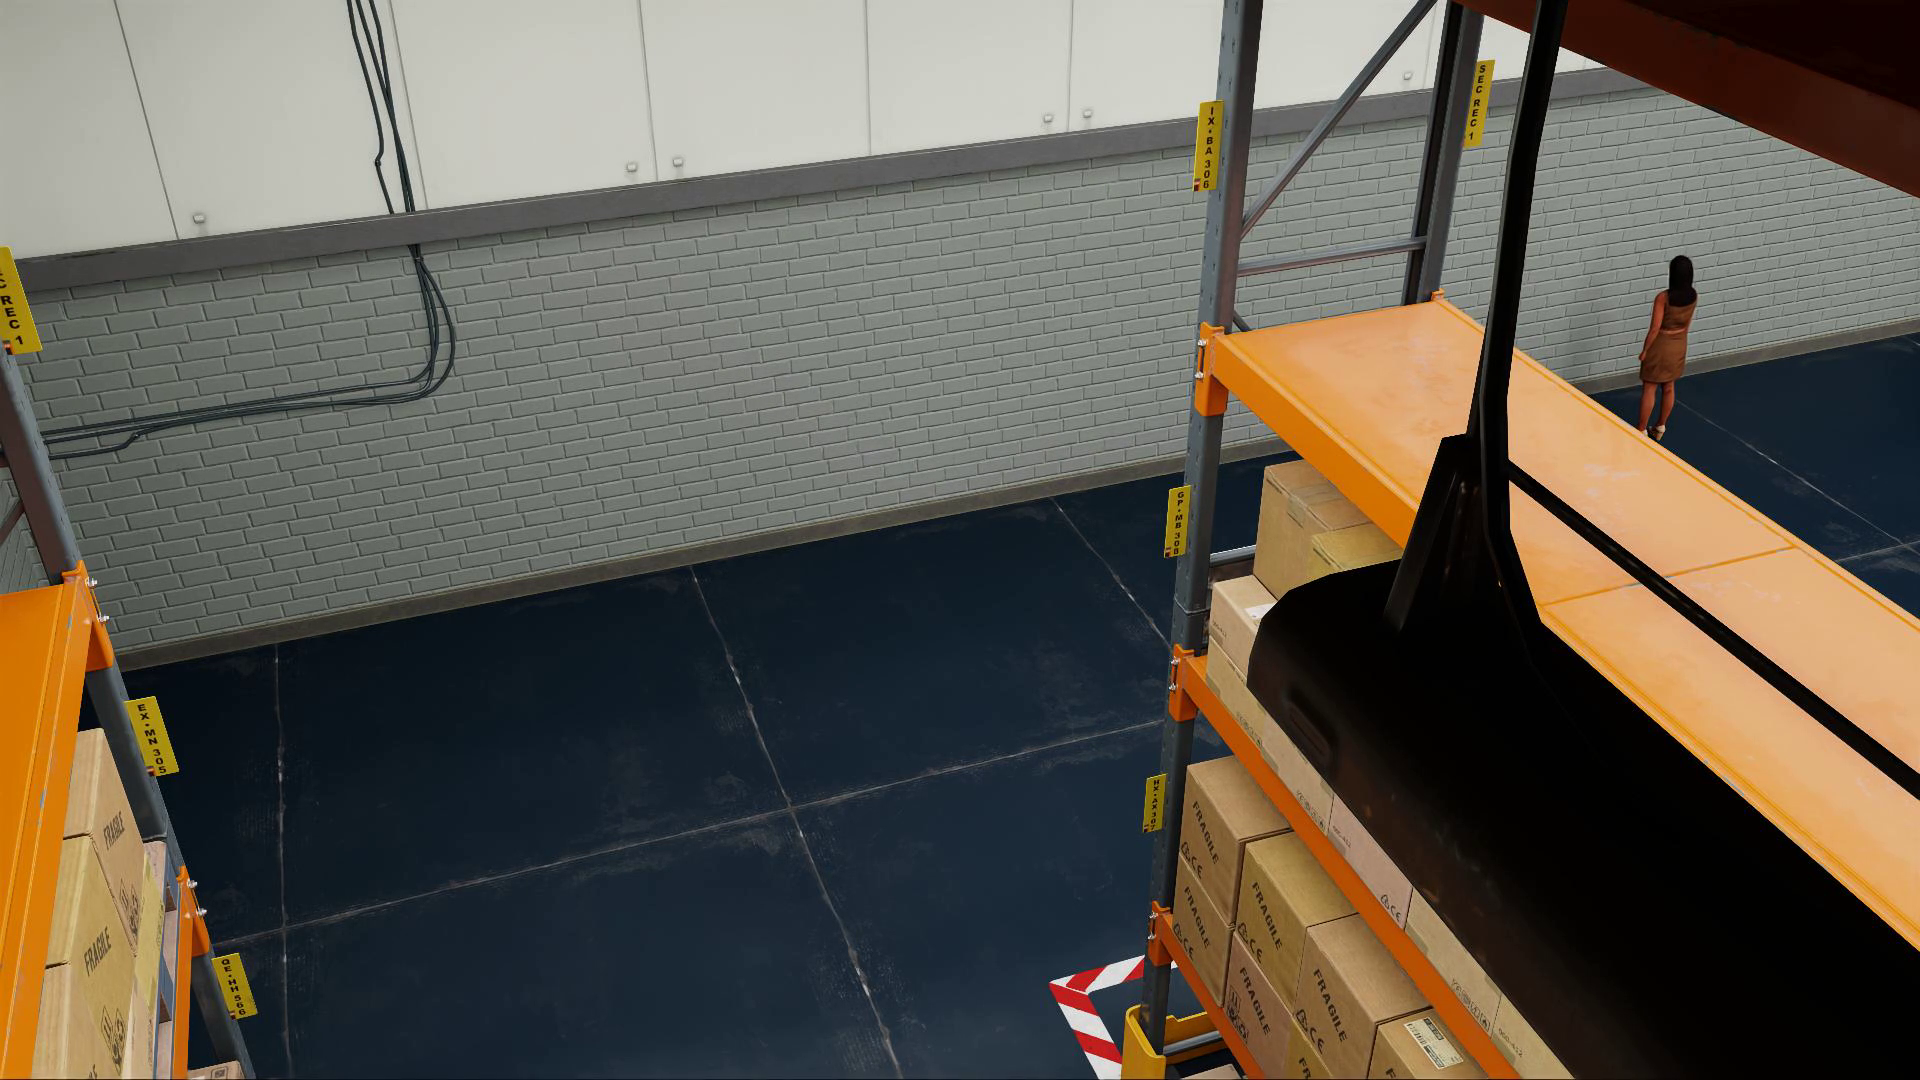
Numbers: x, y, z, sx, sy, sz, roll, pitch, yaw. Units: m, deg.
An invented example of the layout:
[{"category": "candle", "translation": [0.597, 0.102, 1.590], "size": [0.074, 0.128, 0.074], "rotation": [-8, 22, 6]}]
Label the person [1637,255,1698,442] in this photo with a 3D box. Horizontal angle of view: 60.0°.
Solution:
[{"category": "person", "translation": [5.934, -1.588, 14.009], "size": [0.547, 1.683, 0.501], "rotation": [-10, 34, -16]}]
